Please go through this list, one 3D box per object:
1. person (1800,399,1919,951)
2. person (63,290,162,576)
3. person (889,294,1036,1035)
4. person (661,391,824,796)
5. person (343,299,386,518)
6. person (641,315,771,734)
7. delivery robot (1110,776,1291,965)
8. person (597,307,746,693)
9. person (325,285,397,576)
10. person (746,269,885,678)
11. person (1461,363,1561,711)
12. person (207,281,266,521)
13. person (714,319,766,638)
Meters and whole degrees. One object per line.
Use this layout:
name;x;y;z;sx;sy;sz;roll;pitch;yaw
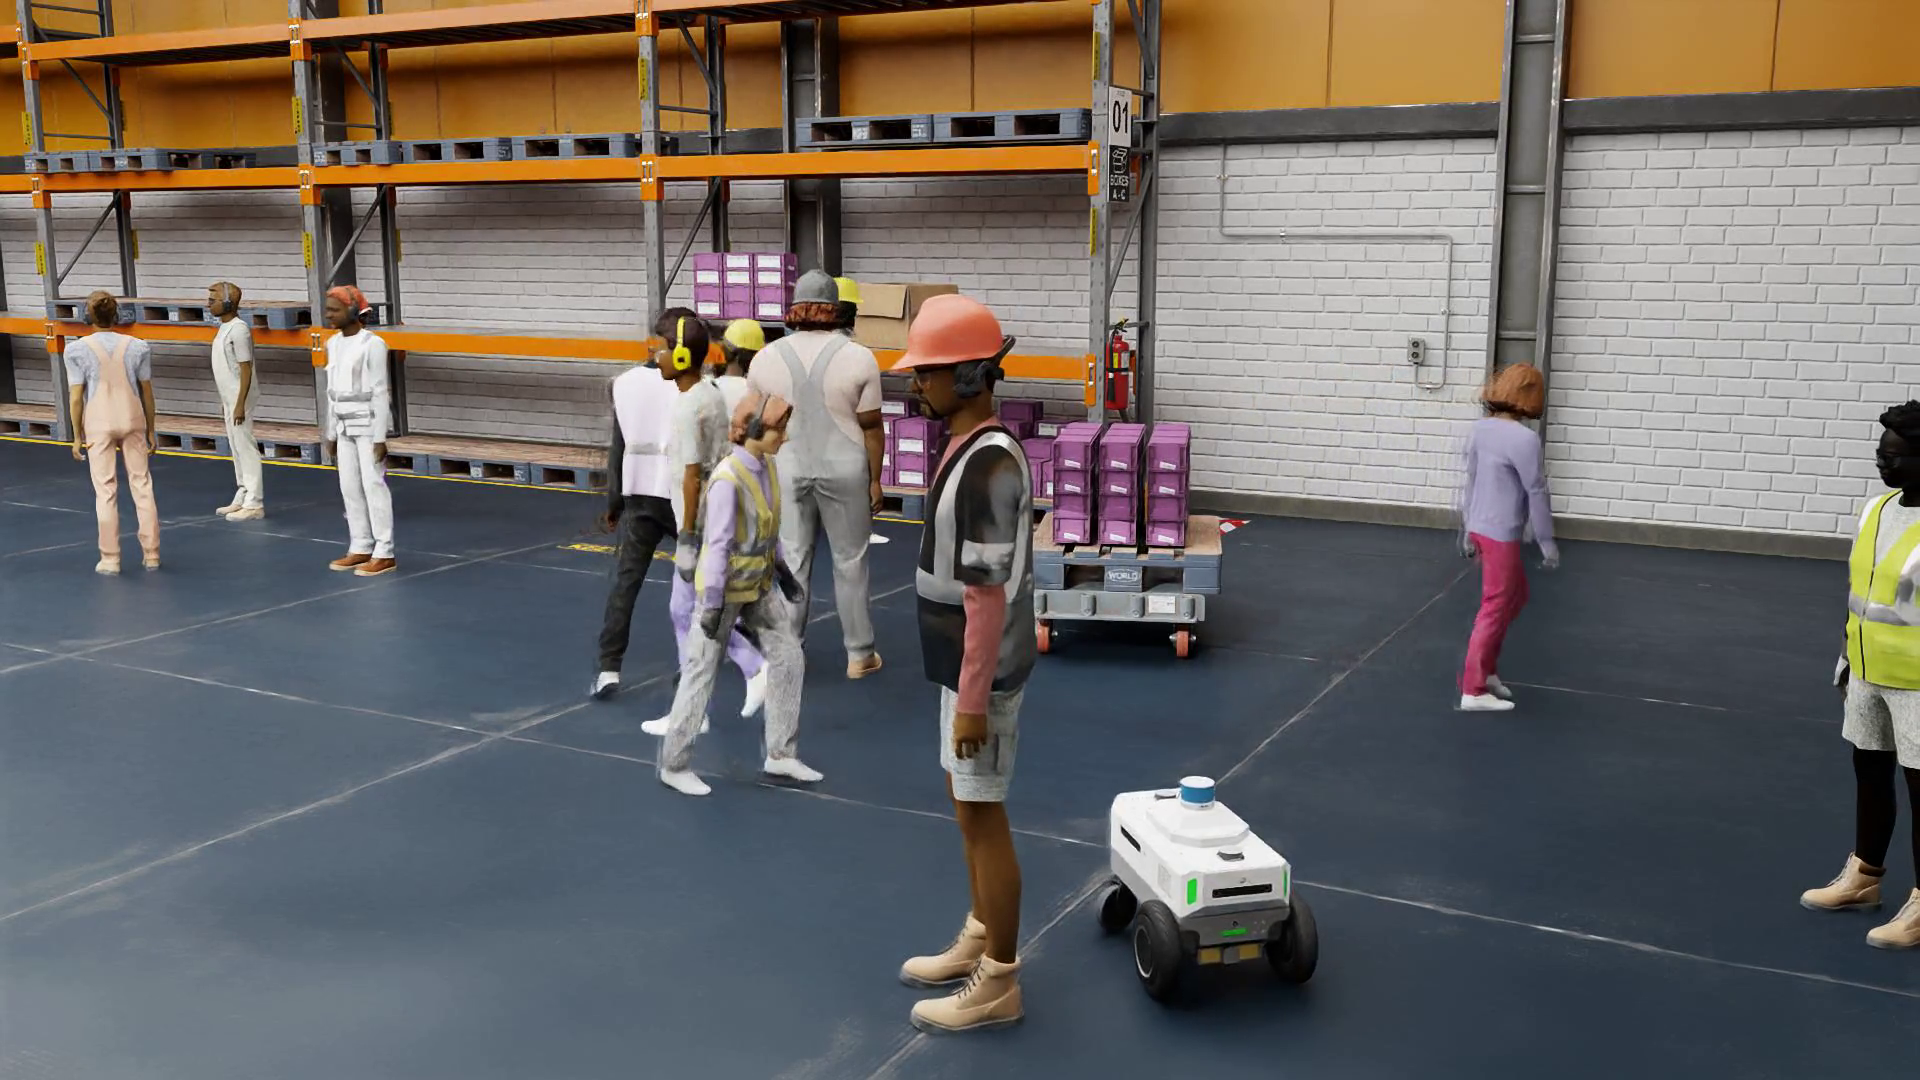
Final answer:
person;2.913;0.413;5.146;0.318;1.698;0.539;-2;10;-9
person;-5.487;-0.689;10.785;0.507;1.846;0.351;-8;13;-36
person;0.008;0.345;4.617;0.395;2.036;0.602;-1;10;-5
person;-0.837;0.213;6.528;0.746;1.587;0.527;3;11;17
person;-4.703;-1.052;13.025;0.330;1.750;0.573;-1;10;-4
person;-1.113;-0.047;7.242;0.528;1.854;0.546;0;10;2
delivery robot;0.713;0.959;5.034;0.477;0.478;0.707;-2;11;-14
person;-1.478;-0.207;8.160;0.643;1.863;1.038;4;11;22
person;-3.896;-0.707;10.794;0.576;1.882;0.349;7;13;36
person;-0.687;-0.331;8.288;0.674;2.000;0.535;2;10;8
person;2.525;-0.002;7.643;0.450;1.615;0.496;-1;10;-5
person;-5.612;-1.070;12.871;0.344;1.847;0.505;-7;13;-34
person;-1.153;-0.303;8.909;0.386;1.750;0.549;-9;14;-42
